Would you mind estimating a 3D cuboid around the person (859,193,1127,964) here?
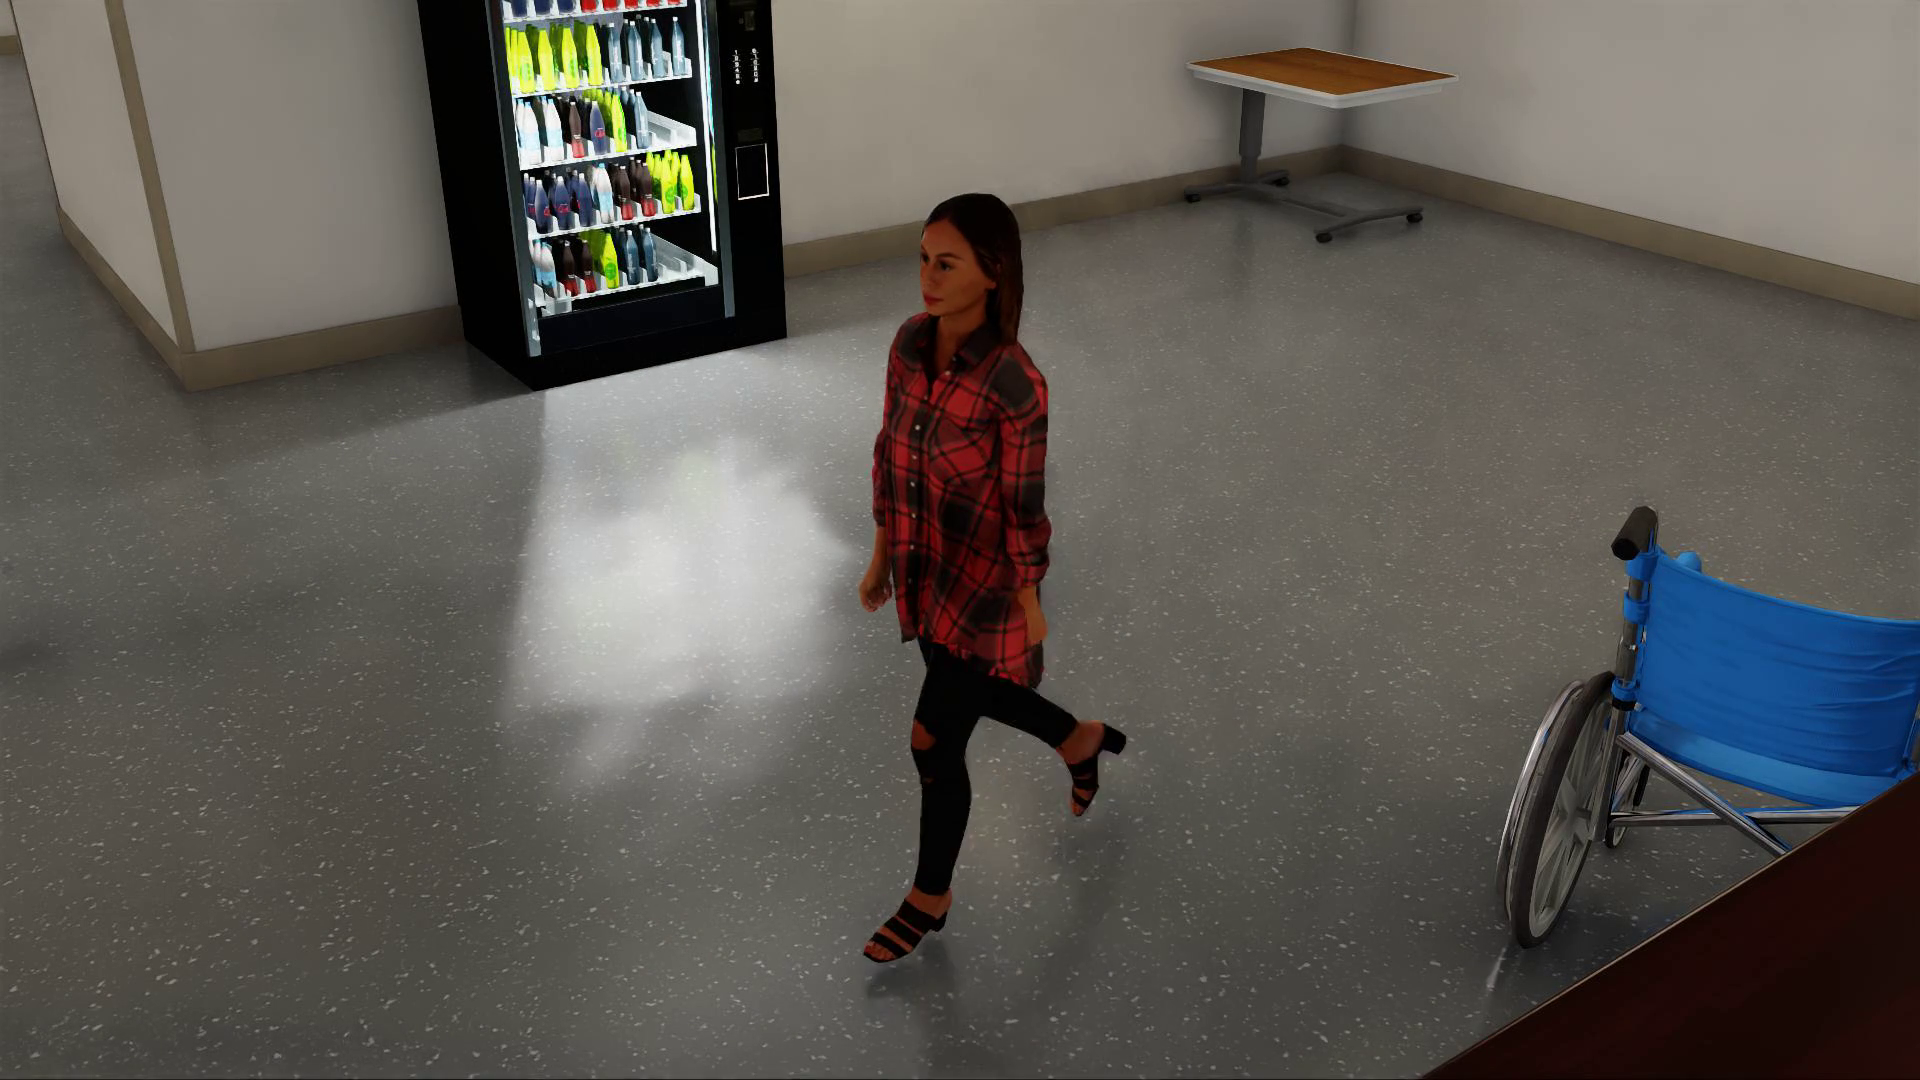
[{"bbox_3d":[0.071,0.083,3.579,1.018,1.677,0.597,-17,31,-31],"label":"person"}]
